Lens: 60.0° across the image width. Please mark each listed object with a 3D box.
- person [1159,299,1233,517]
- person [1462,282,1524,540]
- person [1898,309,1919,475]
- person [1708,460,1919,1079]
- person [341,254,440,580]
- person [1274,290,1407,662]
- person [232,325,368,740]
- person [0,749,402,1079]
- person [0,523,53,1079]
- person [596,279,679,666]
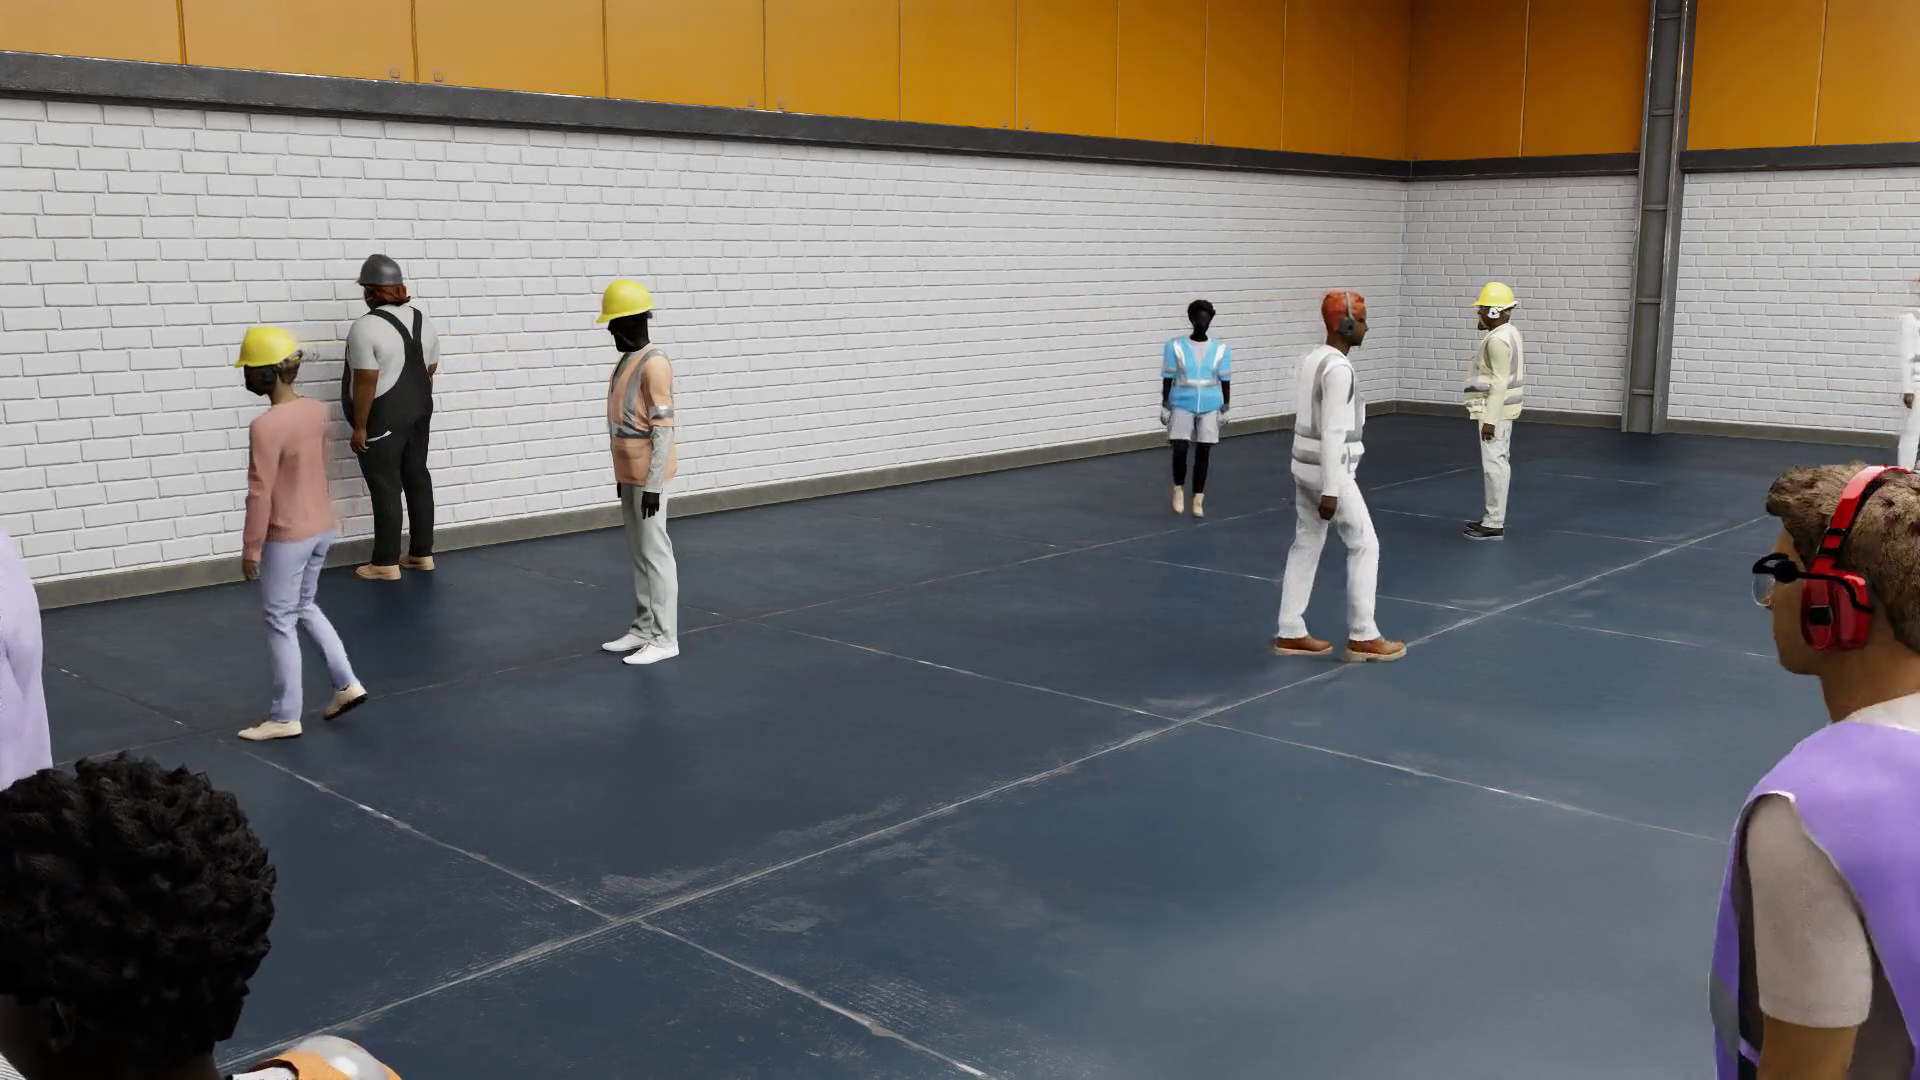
[{"bbox_3d":[1.820,-1.006,12.795,0.559,1.683,0.369,0,10,-3],"label":"person"},{"bbox_3d":[3.794,-0.913,11.865,0.404,1.835,0.589,4,11,23],"label":"person"},{"bbox_3d":[8.065,-1.274,13.834,0.609,1.864,0.481,-3,10,-15],"label":"person"},{"bbox_3d":[1.044,0.807,2.113,0.597,1.817,0.717,-7,12,-36],"label":"person"},{"bbox_3d":[-3.636,-0.777,10.508,0.538,2.000,0.684,4,11,22],"label":"person"},{"bbox_3d":[1.967,-0.311,8.361,0.745,1.860,0.601,-1,10,-5],"label":"person"},{"bbox_3d":[-2.843,-0.022,7.011,0.415,1.757,0.568,1,10,7],"label":"person"},{"bbox_3d":[-0.617,1.002,1.386,0.321,1.689,0.530,3,10,15],"label":"person"},{"bbox_3d":[-1.705,0.627,2.802,0.372,1.940,0.632,-7,12,-34],"label":"person"},{"bbox_3d":[-1.612,-0.337,8.344,0.373,1.921,0.585,-5,11,-27],"label":"person"}]
